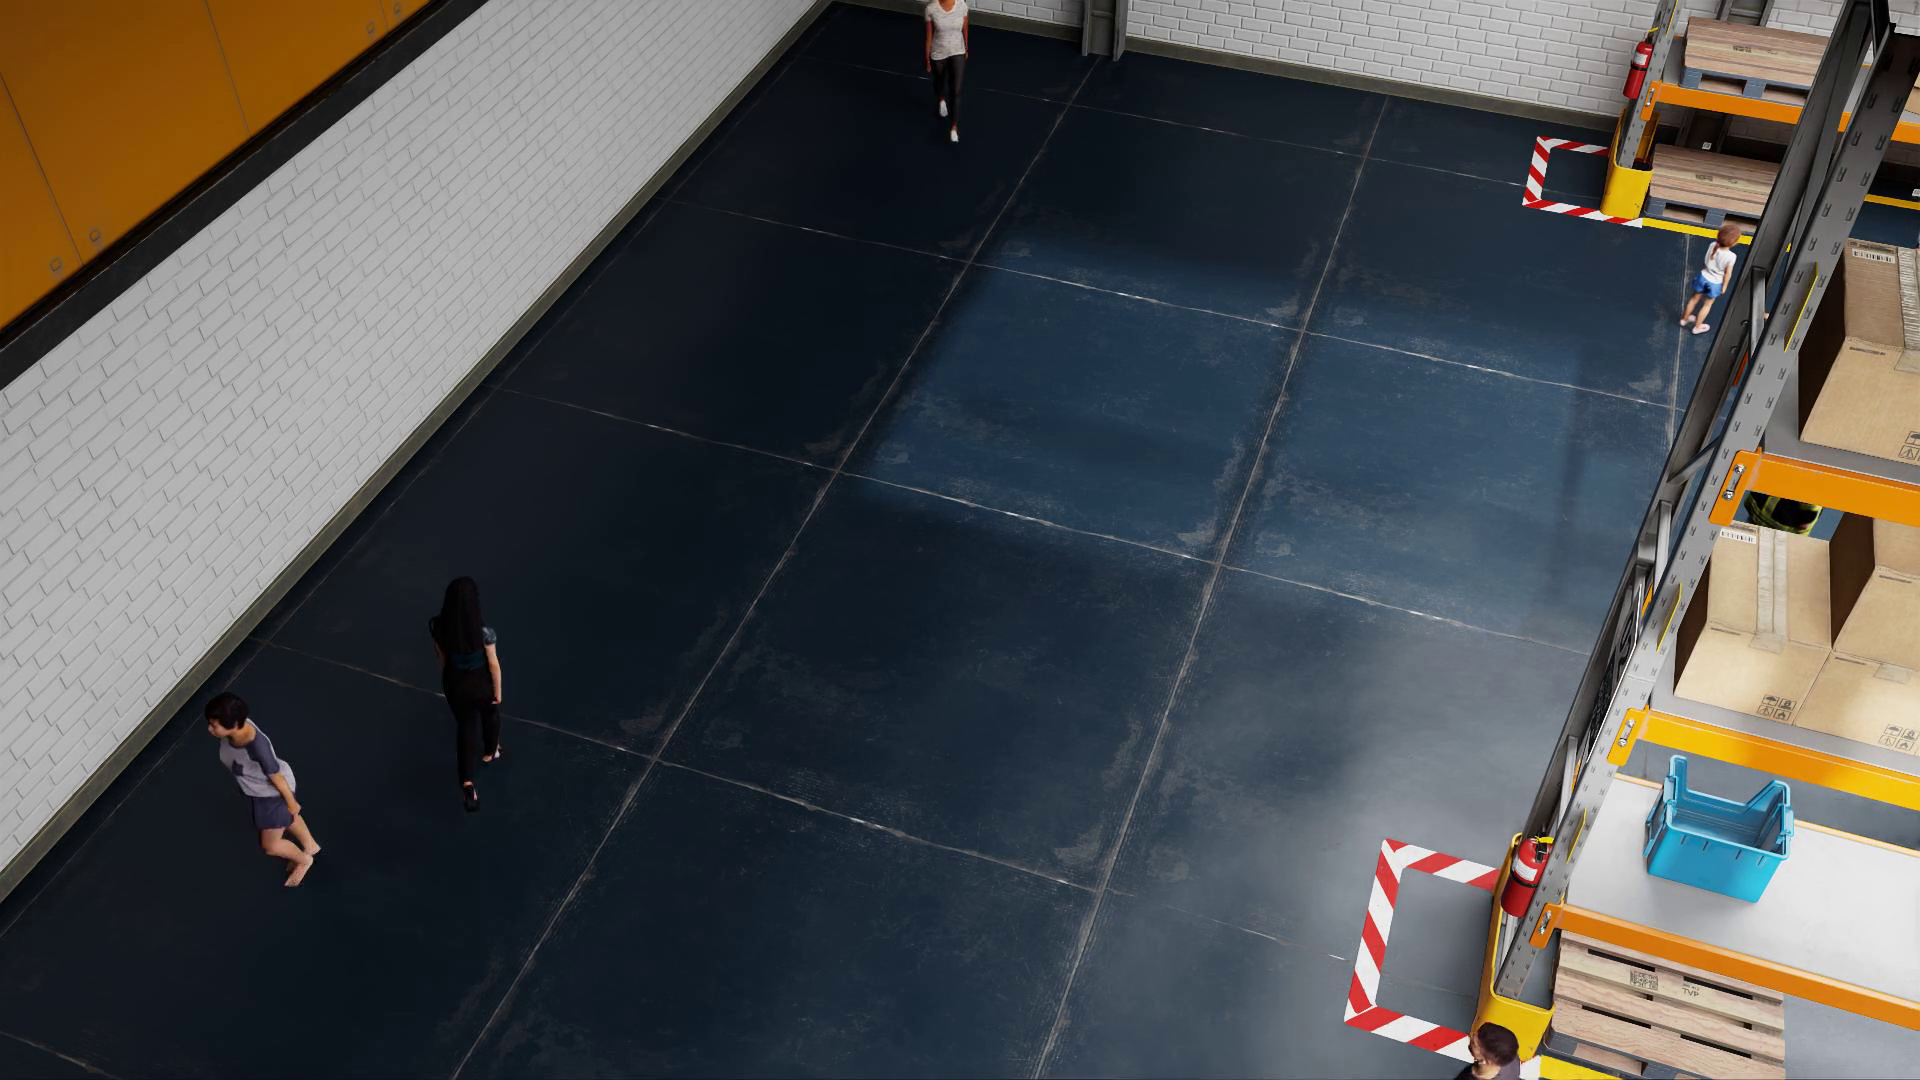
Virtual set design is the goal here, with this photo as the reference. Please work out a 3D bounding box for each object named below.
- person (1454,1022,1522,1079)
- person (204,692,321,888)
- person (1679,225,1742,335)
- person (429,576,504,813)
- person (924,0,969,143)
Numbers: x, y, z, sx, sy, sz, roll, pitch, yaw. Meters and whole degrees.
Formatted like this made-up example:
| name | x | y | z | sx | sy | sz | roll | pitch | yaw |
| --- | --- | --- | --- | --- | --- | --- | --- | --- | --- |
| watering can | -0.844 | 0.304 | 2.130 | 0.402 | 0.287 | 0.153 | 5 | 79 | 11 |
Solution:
| name | x | y | z | sx | sy | sz | roll | pitch | yaw |
| --- | --- | --- | --- | --- | --- | --- | --- | --- | --- |
| person | 2.432 | 2.852 | 7.944 | 0.742 | 1.759 | 0.735 | 27 | 50 | 26 |
| person | -3.946 | 1.389 | 9.631 | 0.630 | 1.549 | 0.731 | 32 | 52 | 29 |
| person | 6.215 | -2.171 | 13.755 | 0.538 | 1.016 | 0.464 | -23 | 48 | -23 |
| person | -2.938 | 0.954 | 9.976 | 0.945 | 1.704 | 0.848 | -1 | 44 | -1 |
| person | -0.140 | -4.718 | 16.004 | 1.103 | 1.601 | 0.957 | -4 | 44 | -4 |
